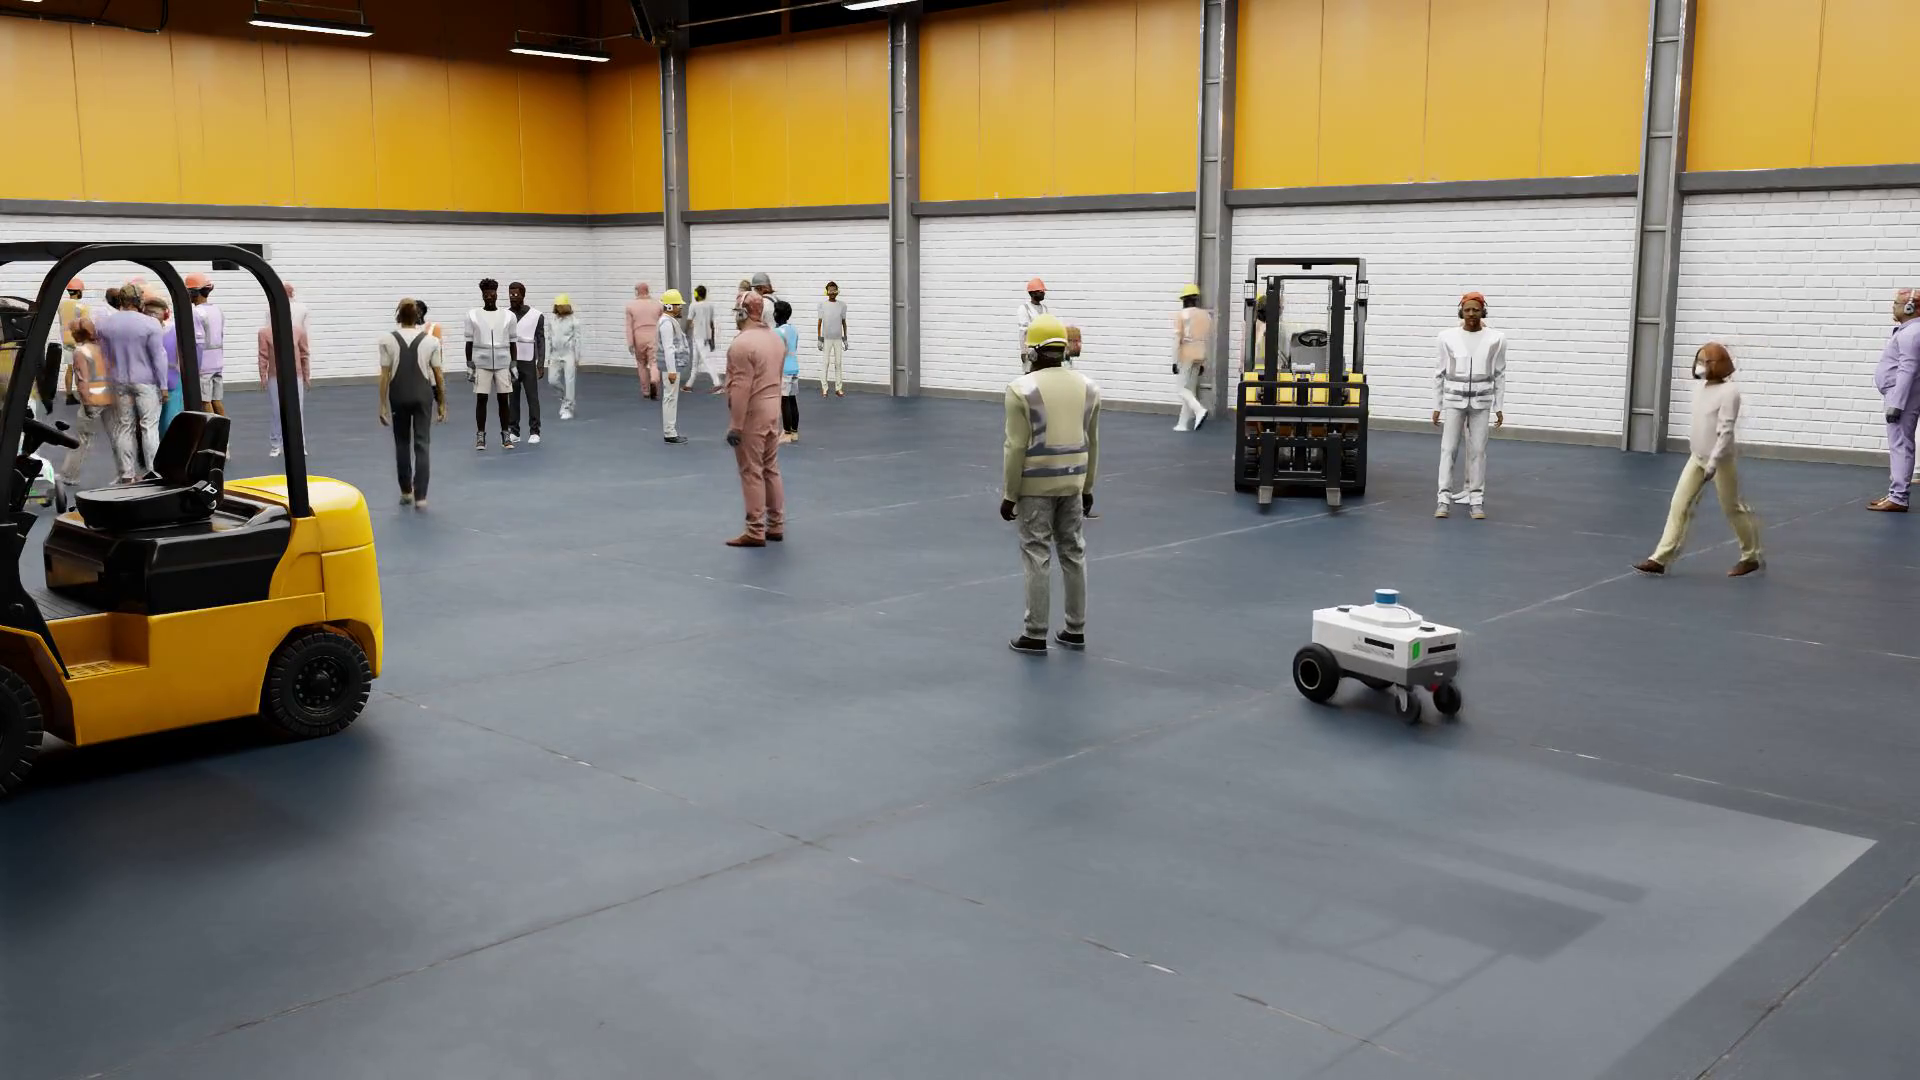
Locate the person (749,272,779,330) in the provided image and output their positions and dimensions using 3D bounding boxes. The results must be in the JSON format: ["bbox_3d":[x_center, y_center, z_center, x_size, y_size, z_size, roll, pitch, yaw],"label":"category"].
[{"bbox_3d":[-2.744,-2.694,23.030,0.537,2.000,0.702,2,9,11],"label":"person"}]

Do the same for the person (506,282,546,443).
[{"bbox_3d":[-5.222,-2.105,19.790,0.596,1.918,0.379,1,9,8],"label":"person"}]

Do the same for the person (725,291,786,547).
[{"bbox_3d":[-1.558,-0.903,12.459,0.403,1.905,0.651,4,10,22],"label":"person"}]

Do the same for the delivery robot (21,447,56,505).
[{"bbox_3d":[-7.911,-0.551,14.146,0.477,0.478,0.707,-5,11,-30],"label":"delivery robot"}]

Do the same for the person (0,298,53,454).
[{"bbox_3d":[-8.587,-1.257,14.934,0.640,1.809,0.774,1,9,8],"label":"person"}]

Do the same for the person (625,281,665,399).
[{"bbox_3d":[-4.982,-3.168,26.454,0.657,1.877,0.830,-2,9,-12],"label":"person"}]

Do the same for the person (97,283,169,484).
[{"bbox_3d":[-7.817,-1.459,15.778,0.633,1.936,0.353,1,9,5],"label":"person"}]

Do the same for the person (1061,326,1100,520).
[{"bbox_3d":[0.908,-0.928,13.531,0.649,1.609,0.499,2,9,10],"label":"person"}]

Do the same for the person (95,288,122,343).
[{"bbox_3d":[-12.044,-2.703,23.833,0.839,1.789,0.603,-3,10,-19],"label":"person"}]

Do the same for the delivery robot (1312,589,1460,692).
[{"bbox_3d":[2.004,0.476,7.851,0.477,0.478,0.707,-6,11,-32],"label":"delivery robot"}]

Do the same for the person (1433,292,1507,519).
[{"bbox_3d":[4.218,-1.110,13.803,0.576,1.881,0.352,2,10,14],"label":"person"}]

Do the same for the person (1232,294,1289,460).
[{"bbox_3d":[3.378,-1.720,17.789,0.783,1.813,0.638,1,9,4],"label":"person"}]

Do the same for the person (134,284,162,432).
[{"bbox_3d":[-10.093,-2.245,20.785,0.993,1.873,0.625,3,10,15],"label":"person"}]

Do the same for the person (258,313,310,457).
[{"bbox_3d":[-7.445,-1.792,18.348,0.533,1.765,0.330,-4,10,-25],"label":"person"}]

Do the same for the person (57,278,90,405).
[{"bbox_3d":[-13.424,-3.007,25.311,0.544,1.932,0.376,2,10,14],"label":"person"}]

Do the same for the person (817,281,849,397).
[{"bbox_3d":[-2.059,-3.245,26.932,0.518,1.872,0.326,-3,10,-18],"label":"person"}]

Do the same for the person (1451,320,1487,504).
[{"bbox_3d":[4.528,-1.131,14.680,0.311,1.639,0.512,2,9,11],"label":"person"}]

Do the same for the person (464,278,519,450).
[{"bbox_3d":[-5.374,-2.016,19.101,0.603,1.966,0.368,-4,10,-21],"label":"person"}]

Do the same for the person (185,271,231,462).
[{"bbox_3d":[-8.031,-1.819,17.654,0.376,2.042,0.615,0,9,2],"label":"person"}]

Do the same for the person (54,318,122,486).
[{"bbox_3d":[-8.278,-1.293,15.775,0.822,1.599,0.530,1,9,9],"label":"person"}]

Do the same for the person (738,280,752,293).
[{"bbox_3d":[-3.497,-3.335,27.432,0.384,1.892,0.786,-2,10,-14],"label":"person"}]

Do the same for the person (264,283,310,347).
[{"bbox_3d":[-10.184,-2.964,25.227,0.632,1.868,0.910,-8,12,-40],"label":"person"}]

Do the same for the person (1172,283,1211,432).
[{"bbox_3d":[2.965,-2.299,21.071,0.605,1.891,0.641,-6,11,-32],"label":"person"}]

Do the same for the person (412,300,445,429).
[{"bbox_3d":[-7.015,-2.311,21.793,0.539,1.675,0.709,0,9,-2],"label":"person"}]

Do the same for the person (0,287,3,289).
[{"bbox_3d":[-12.757,-2.490,21.924,0.394,1.990,0.618,-3,10,-19],"label":"person"}]

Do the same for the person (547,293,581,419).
[{"bbox_3d":[-5.481,-2.541,23.007,0.503,1.731,0.380,2,10,14],"label":"person"}]

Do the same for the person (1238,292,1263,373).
[{"bbox_3d":[3.831,-2.308,21.492,0.525,1.772,0.299,-5,11,-28],"label":"person"}]

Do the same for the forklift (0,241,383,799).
[{"bbox_3d":[-3.706,-0.171,7.093,1.214,2.155,2.313,9,13,43],"label":"forklift"}]

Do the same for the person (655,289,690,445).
[{"bbox_3d":[-3.392,-2.042,19.669,0.404,1.830,0.602,-2,9,-9],"label":"person"}]

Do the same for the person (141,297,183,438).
[{"bbox_3d":[-7.654,-1.422,16.008,0.586,1.806,0.669,2,9,10],"label":"person"}]

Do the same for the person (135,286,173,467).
[{"bbox_3d":[-8.354,-1.659,17.144,0.555,1.886,0.984,-5,11,-29],"label":"person"}]

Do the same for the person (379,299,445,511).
[{"bbox_3d":[-4.771,-1.188,14.506,0.536,1.803,0.894,-3,10,-16],"label":"person"}]

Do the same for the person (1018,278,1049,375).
[{"bbox_3d":[1.051,-2.667,23.165,0.552,1.942,0.341,-9,13,-44],"label":"person"}]

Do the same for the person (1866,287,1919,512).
[{"bbox_3d":[8.041,-1.194,14.231,0.409,1.913,0.642,6,11,34],"label":"person"}]

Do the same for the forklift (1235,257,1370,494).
[{"bbox_3d":[3.309,-1.629,16.029,1.214,2.155,2.313,2,9,11],"label":"forklift"}]

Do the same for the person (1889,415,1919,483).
[{"bbox_3d":[9.364,-1.496,16.160,0.574,1.886,0.356,-4,10,-25],"label":"person"}]

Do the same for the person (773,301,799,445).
[{"bbox_3d":[-2.078,-1.973,19.661,0.321,1.697,0.530,3,10,16],"label":"person"}]

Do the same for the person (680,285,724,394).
[{"bbox_3d":[-4.293,-3.338,27.737,1.022,1.807,0.525,6,11,32],"label":"person"}]

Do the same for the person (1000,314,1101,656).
[{"bbox_3d":[0.470,-0.295,8.956,0.595,1.831,0.403,-5,11,-30],"label":"person"}]

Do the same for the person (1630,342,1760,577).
[{"bbox_3d":[5.003,-0.525,11.118,0.894,1.582,0.506,-2,9,-13],"label":"person"}]

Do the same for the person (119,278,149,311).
[{"bbox_3d":[-11.518,-2.697,23.369,0.656,1.934,1.061,5,11,28],"label":"person"}]
